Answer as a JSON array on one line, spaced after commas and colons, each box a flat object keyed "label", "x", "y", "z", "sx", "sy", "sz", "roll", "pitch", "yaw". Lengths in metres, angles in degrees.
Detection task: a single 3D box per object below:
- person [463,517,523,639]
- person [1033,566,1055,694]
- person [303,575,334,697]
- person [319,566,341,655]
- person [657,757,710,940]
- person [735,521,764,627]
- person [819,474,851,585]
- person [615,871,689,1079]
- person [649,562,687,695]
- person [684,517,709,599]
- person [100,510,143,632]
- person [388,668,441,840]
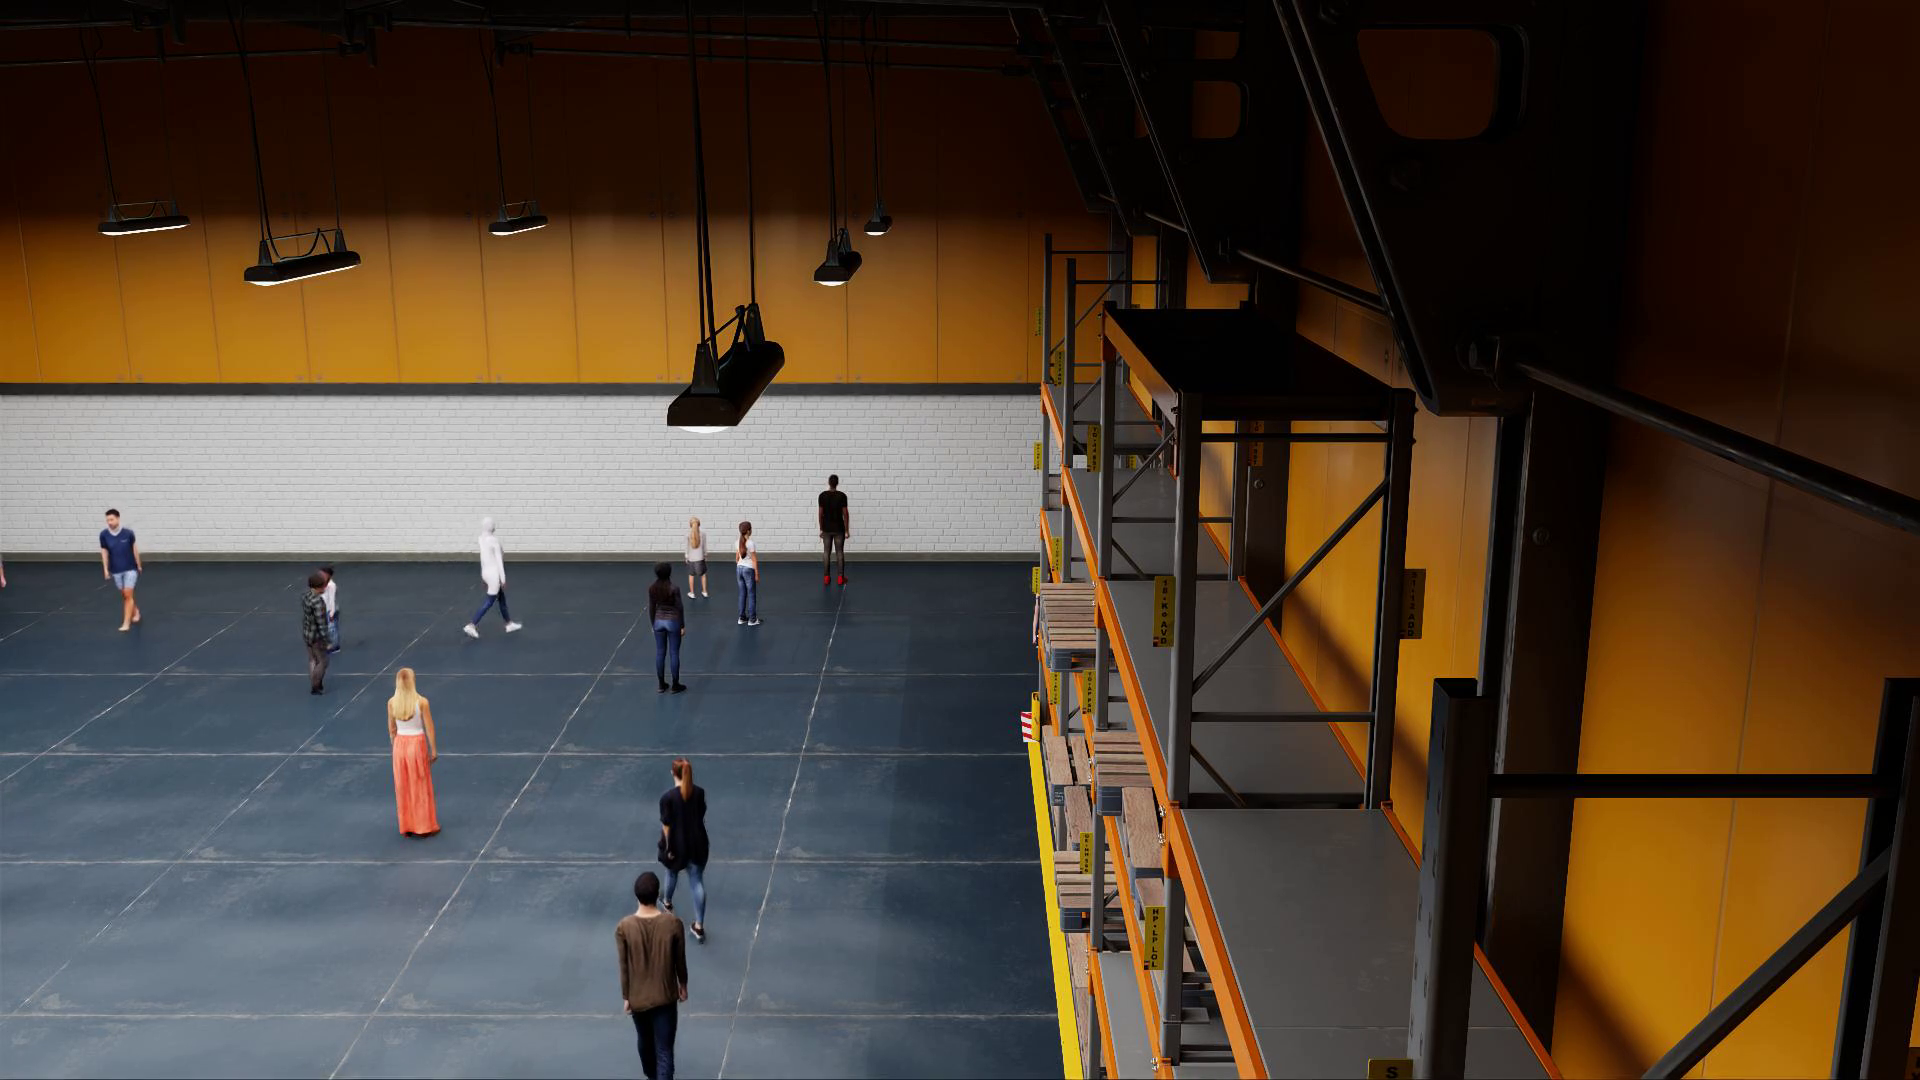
[{"label": "person", "x": -6.805, "y": 0.577, "z": 23.916, "sx": 1.204, "sy": 1.734, "sz": 1.150, "roll": -13, "pitch": 19, "yaw": -42}, {"label": "person", "x": 1.169, "y": 1.175, "z": 21.431, "sx": 0.673, "sy": 1.742, "sz": 0.690, "roll": 8, "pitch": 16, "yaw": 31}, {"label": "person", "x": -8.421, "y": 1.228, "z": 21.706, "sx": 0.801, "sy": 1.681, "sz": 0.861, "roll": 9, "pitch": 16, "yaw": 33}, {"label": "person", "x": -8.808, "y": 0.960, "z": 23.349, "sx": 0.592, "sy": 1.256, "sz": 0.644, "roll": 11, "pitch": 17, "yaw": 38}, {"label": "person", "x": -2.433, "y": 2.792, "z": 14.971, "sx": 0.950, "sy": 1.639, "sz": 1.165, "roll": -7, "pitch": 15, "yaw": -27}, {"label": "person", "x": -3.164, "y": 0.476, "z": 24.696, "sx": 0.625, "sy": 1.563, "sz": 0.662, "roll": 9, "pitch": 16, "yaw": 33}, {"label": "person", "x": -2.050, "y": -0.182, "z": 26.905, "sx": 0.668, "sy": 1.803, "sz": 0.557, "roll": 1, "pitch": 14, "yaw": 6}, {"label": "person", "x": -2.247, "y": 3.371, "z": 12.134, "sx": 0.742, "sy": 1.849, "sz": 1.226, "roll": -2, "pitch": 14, "yaw": -6}, {"label": "person", "x": -3.811, "y": 1.126, "z": 21.620, "sx": 0.676, "sy": 1.747, "sz": 0.649, "roll": 4, "pitch": 14, "yaw": 15}, {"label": "person", "x": -4.152, "y": 0.266, "z": 26.180, "sx": 0.571, "sy": 1.272, "sz": 0.593, "roll": -4, "pitch": 14, "yaw": -17}, {"label": "person", "x": -12.267, "y": 0.418, "z": 24.463, "sx": 0.709, "sy": 1.785, "sz": 1.201, "roll": -2, "pitch": 14, "yaw": -8}, {"label": "person", "x": -5.649, "y": 2.190, "z": 17.111, "sx": 0.661, "sy": 1.802, "sz": 0.617, "roll": 2, "pitch": 14, "yaw": 8}]
